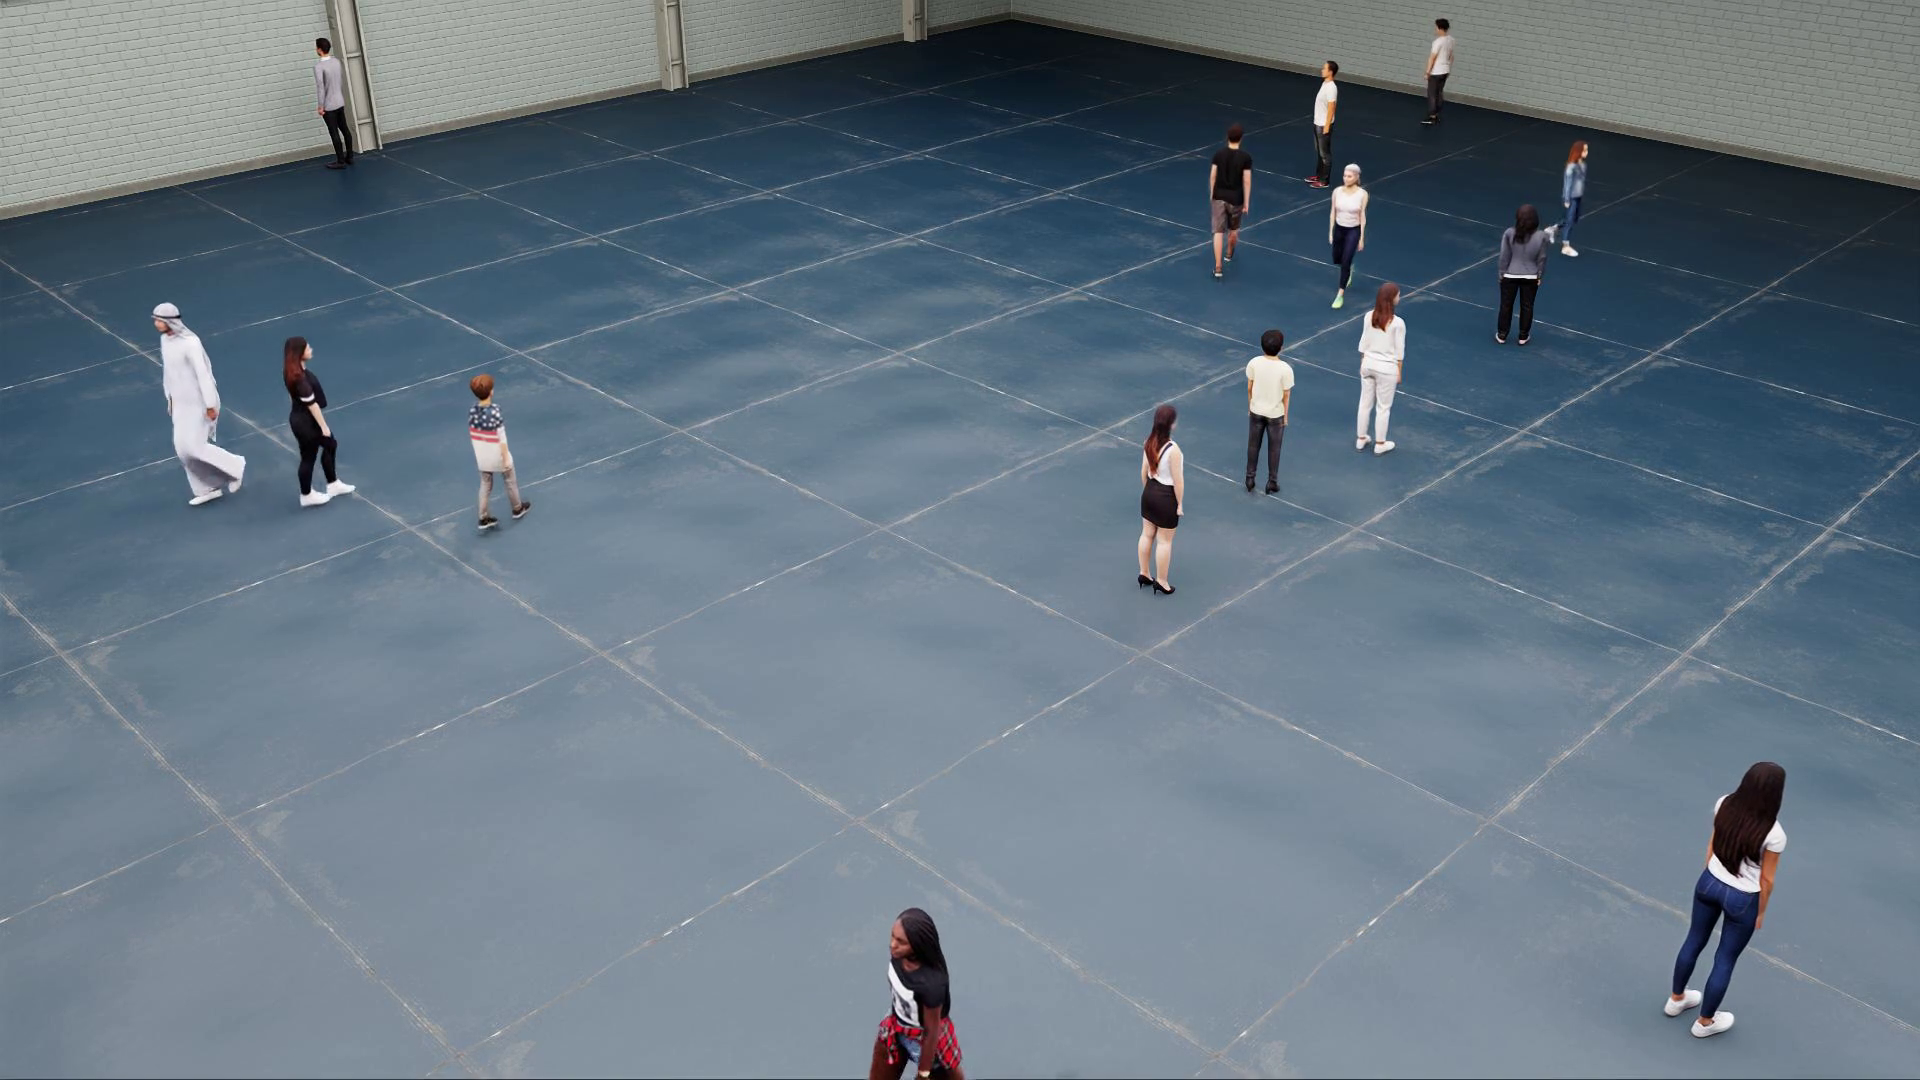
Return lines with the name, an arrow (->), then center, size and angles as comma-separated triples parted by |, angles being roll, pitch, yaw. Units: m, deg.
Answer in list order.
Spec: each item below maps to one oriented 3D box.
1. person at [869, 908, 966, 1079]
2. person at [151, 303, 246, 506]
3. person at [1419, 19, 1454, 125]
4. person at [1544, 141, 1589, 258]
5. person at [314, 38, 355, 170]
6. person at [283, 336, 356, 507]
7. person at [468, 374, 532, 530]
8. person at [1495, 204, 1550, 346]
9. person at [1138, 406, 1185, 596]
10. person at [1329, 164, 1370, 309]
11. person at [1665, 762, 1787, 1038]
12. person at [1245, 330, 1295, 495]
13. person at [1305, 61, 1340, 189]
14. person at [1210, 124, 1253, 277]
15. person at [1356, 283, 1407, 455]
person -> -0.118, 2.484, 8.254 | 1.249, 1.676, 0.763 | -18, 33, -30
person -> -6.857, -1.261, 15.037 | 0.726, 1.911, 0.857 | 20, 34, 33
person -> 7.898, -7.741, 27.431 | 0.495, 1.697, 0.748 | -12, 30, -21
person -> 7.829, -4.413, 21.430 | 0.695, 1.465, 0.629 | -24, 36, -37
person -> -9.422, -6.568, 24.989 | 0.895, 1.923, 0.766 | 8, 29, 14
person -> -5.934, -1.028, 14.909 | 0.796, 1.620, 0.699 | -15, 32, -26
person -> -4.147, -0.755, 14.606 | 0.750, 1.423, 0.915 | 9, 29, 16
person -> 6.259, -2.962, 18.565 | 0.783, 1.596, 0.805 | 9, 29, 16
person -> 1.636, -0.327, 13.561 | 0.518, 1.649, 0.572 | -22, 35, -35
person -> 4.622, -3.644, 19.754 | 0.775, 1.683, 1.085 | 15, 32, 26
person -> 4.207, 1.963, 9.129 | 0.595, 1.774, 0.631 | -15, 31, -26
person -> 2.813, -1.168, 15.207 | 0.646, 1.587, 0.588 | 13, 31, 24
person -> 5.303, -6.037, 24.119 | 0.768, 1.804, 0.711 | 0, 28, -1
person -> 3.299, -4.162, 20.597 | 1.102, 1.805, 1.274 | 4, 28, 8
person -> 4.049, -1.658, 16.019 | 0.602, 1.688, 0.549 | 23, 36, 36
